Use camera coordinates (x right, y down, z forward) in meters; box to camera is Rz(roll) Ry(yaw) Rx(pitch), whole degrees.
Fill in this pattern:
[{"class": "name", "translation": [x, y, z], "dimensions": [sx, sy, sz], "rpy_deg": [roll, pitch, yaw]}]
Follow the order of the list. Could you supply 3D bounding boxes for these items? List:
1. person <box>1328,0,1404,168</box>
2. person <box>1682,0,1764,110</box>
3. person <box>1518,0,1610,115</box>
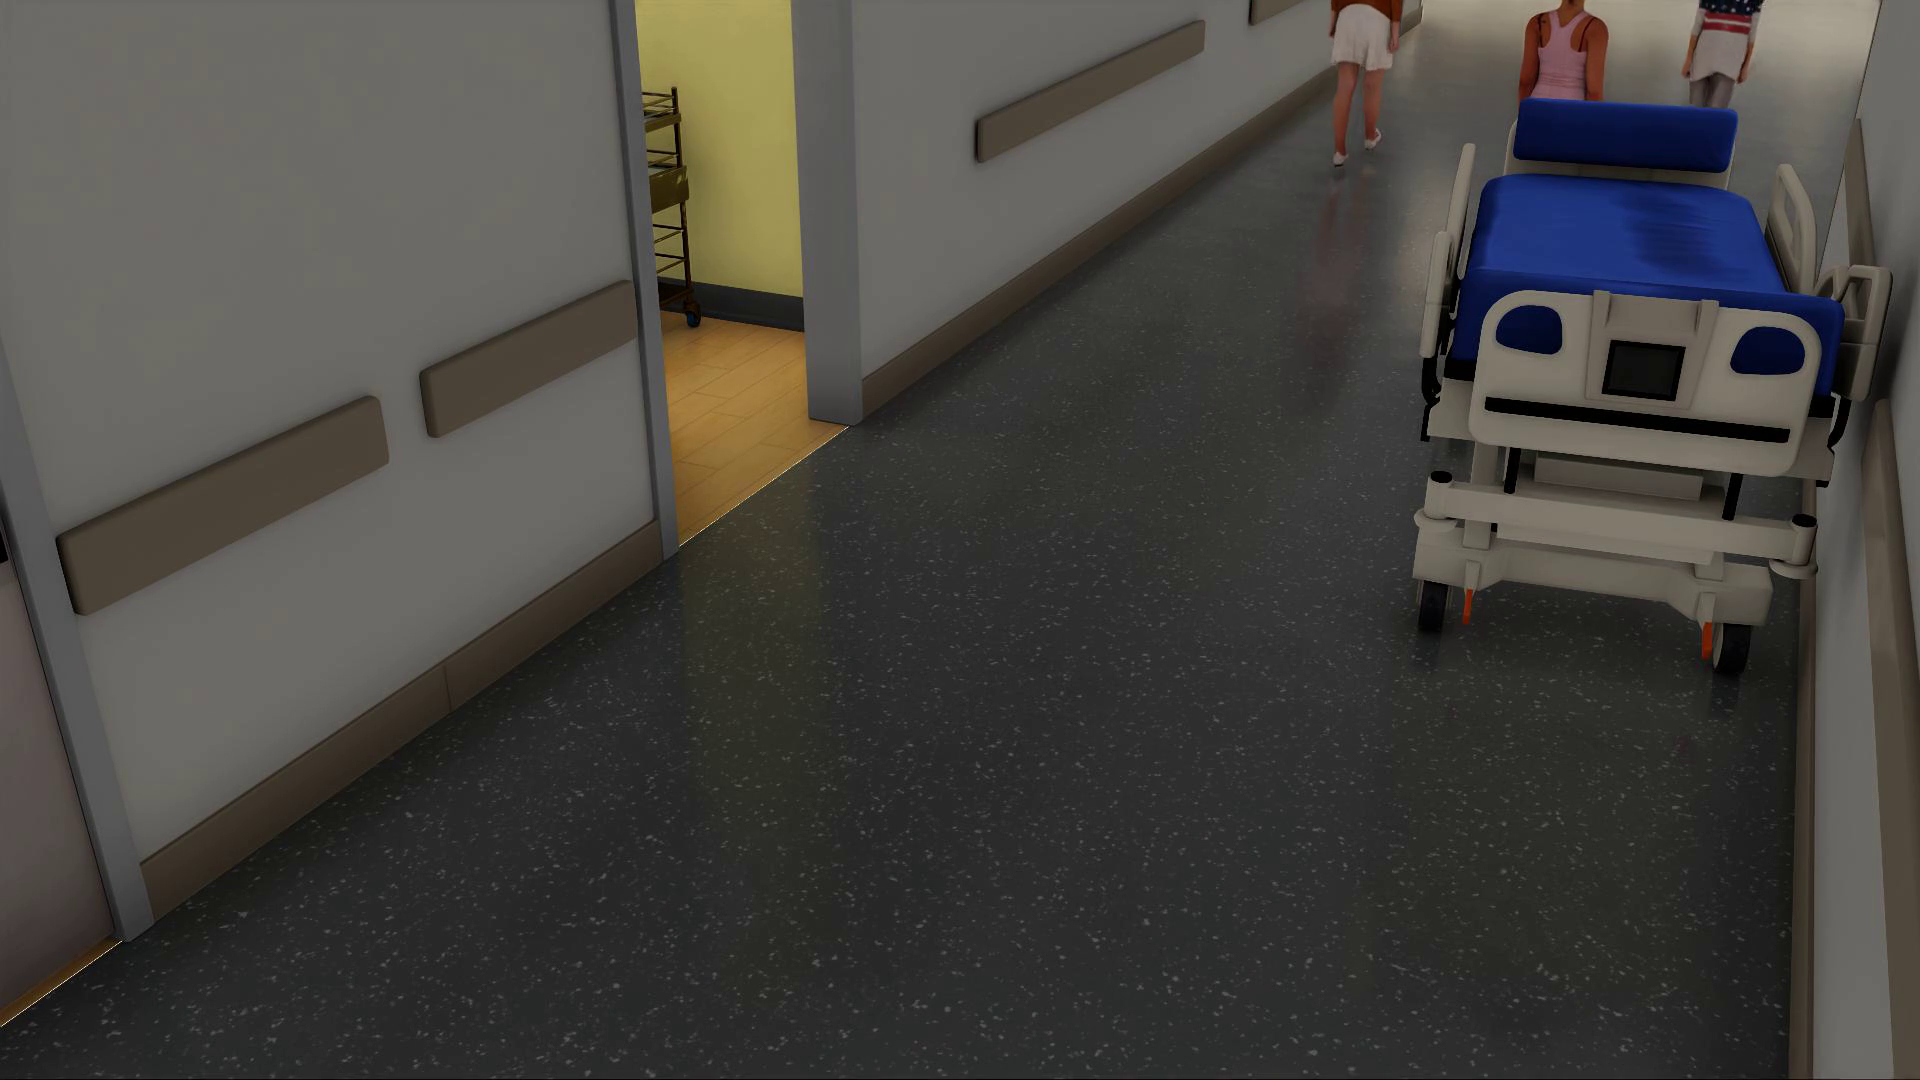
[{"class": "person", "translation": [2.496, -3.159, 10.359], "dimensions": [1.013, 1.673, 0.701], "rpy_deg": [11, 28, 21]}, {"class": "person", "translation": [4.705, -2.988, 10.303], "dimensions": [0.929, 1.414, 0.706], "rpy_deg": [18, 31, 33]}, {"class": "person", "translation": [2.810, -1.941, 7.877], "dimensions": [0.557, 1.636, 0.686], "rpy_deg": [23, 34, 38]}]
